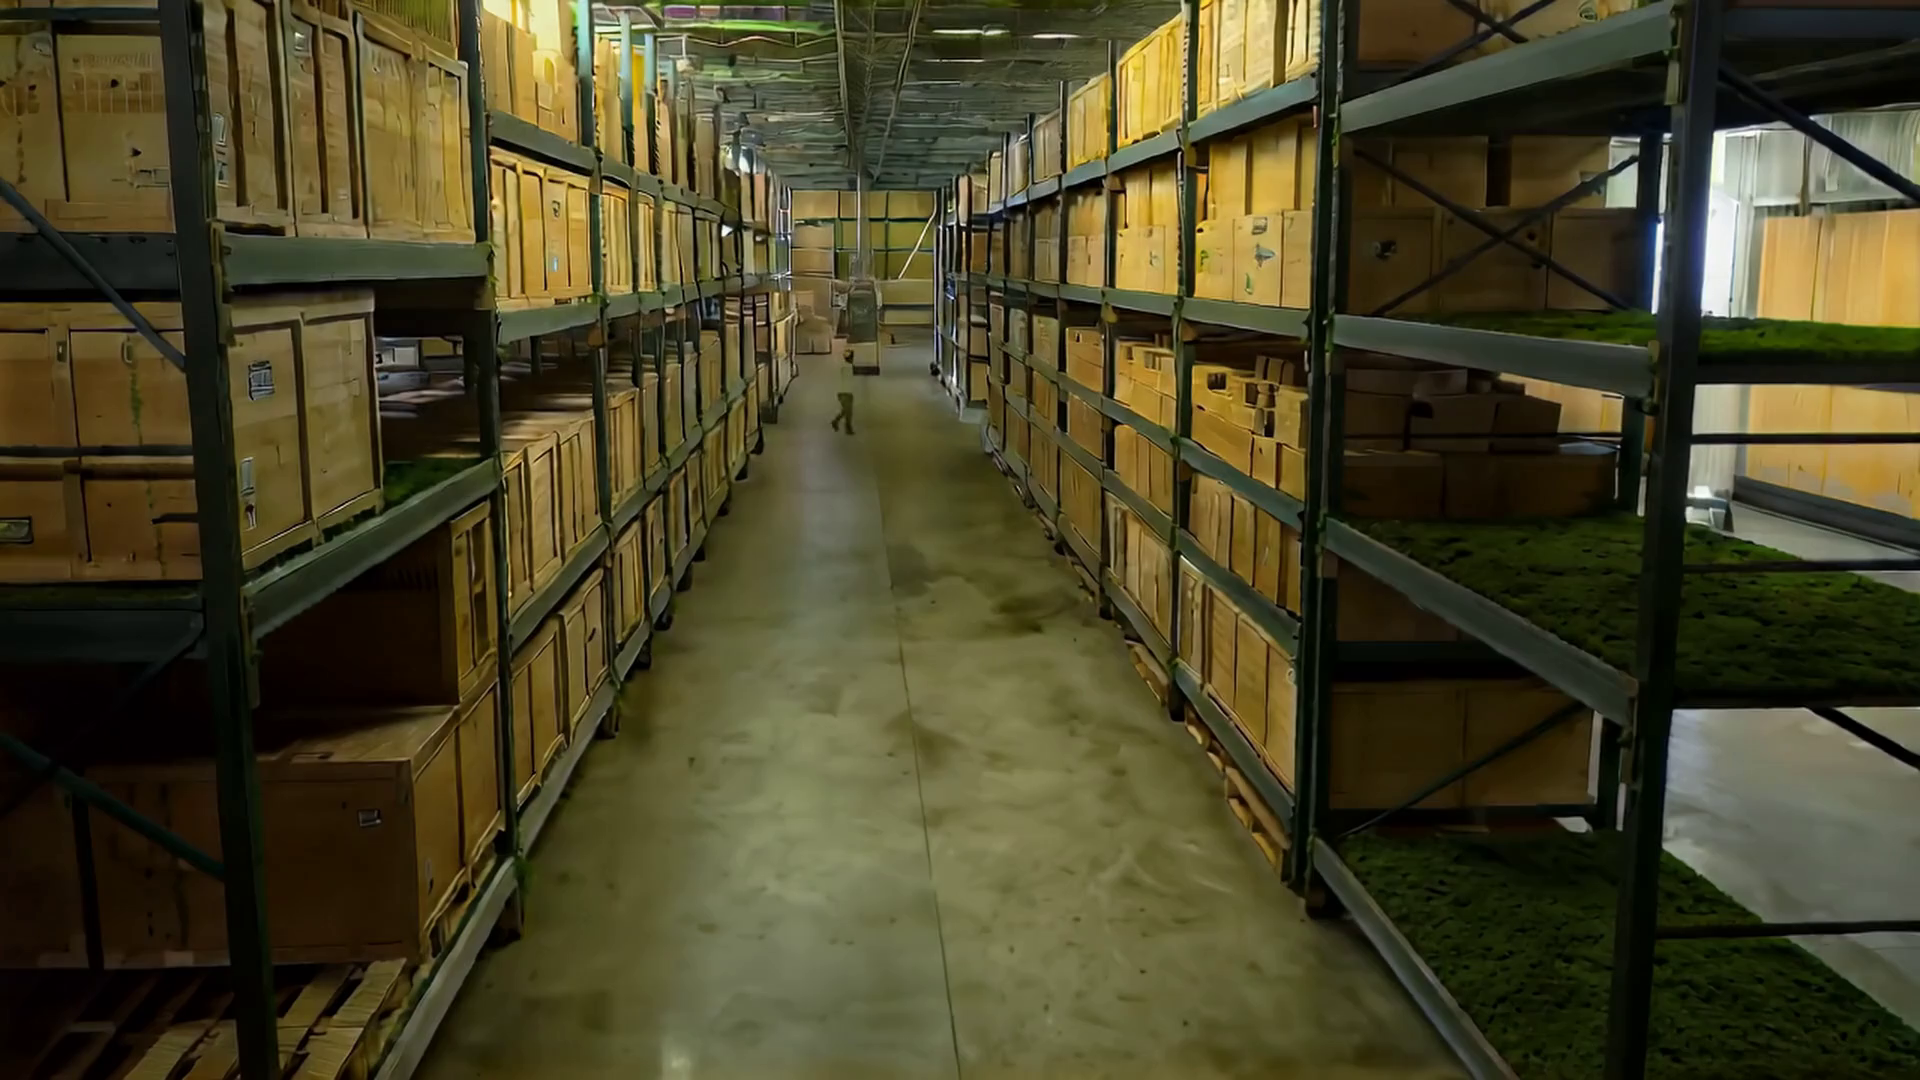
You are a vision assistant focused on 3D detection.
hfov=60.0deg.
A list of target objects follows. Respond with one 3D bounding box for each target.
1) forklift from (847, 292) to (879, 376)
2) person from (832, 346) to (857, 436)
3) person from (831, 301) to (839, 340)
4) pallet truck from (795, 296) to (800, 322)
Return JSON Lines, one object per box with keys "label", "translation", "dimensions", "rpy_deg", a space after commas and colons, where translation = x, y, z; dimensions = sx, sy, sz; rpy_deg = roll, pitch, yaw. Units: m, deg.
{"label": "forklift", "translation": [-3.305, -6.989, 56.215], "dimensions": [1.129, 2.768, 1.873], "rpy_deg": [-1, 10, -4]}
{"label": "person", "translation": [-2.526, -3.288, 36.783], "dimensions": [0.467, 1.981, 0.641], "rpy_deg": [4, 10, 23]}
{"label": "person", "translation": [-6.144, -10.827, 81.950], "dimensions": [0.373, 1.940, 0.627], "rpy_deg": [1, 10, 5]}
{"label": "pallet truck", "translation": [-8.622, -12.439, 91.403], "dimensions": [1.885, 1.965, 0.823], "rpy_deg": [2, 10, 13]}
